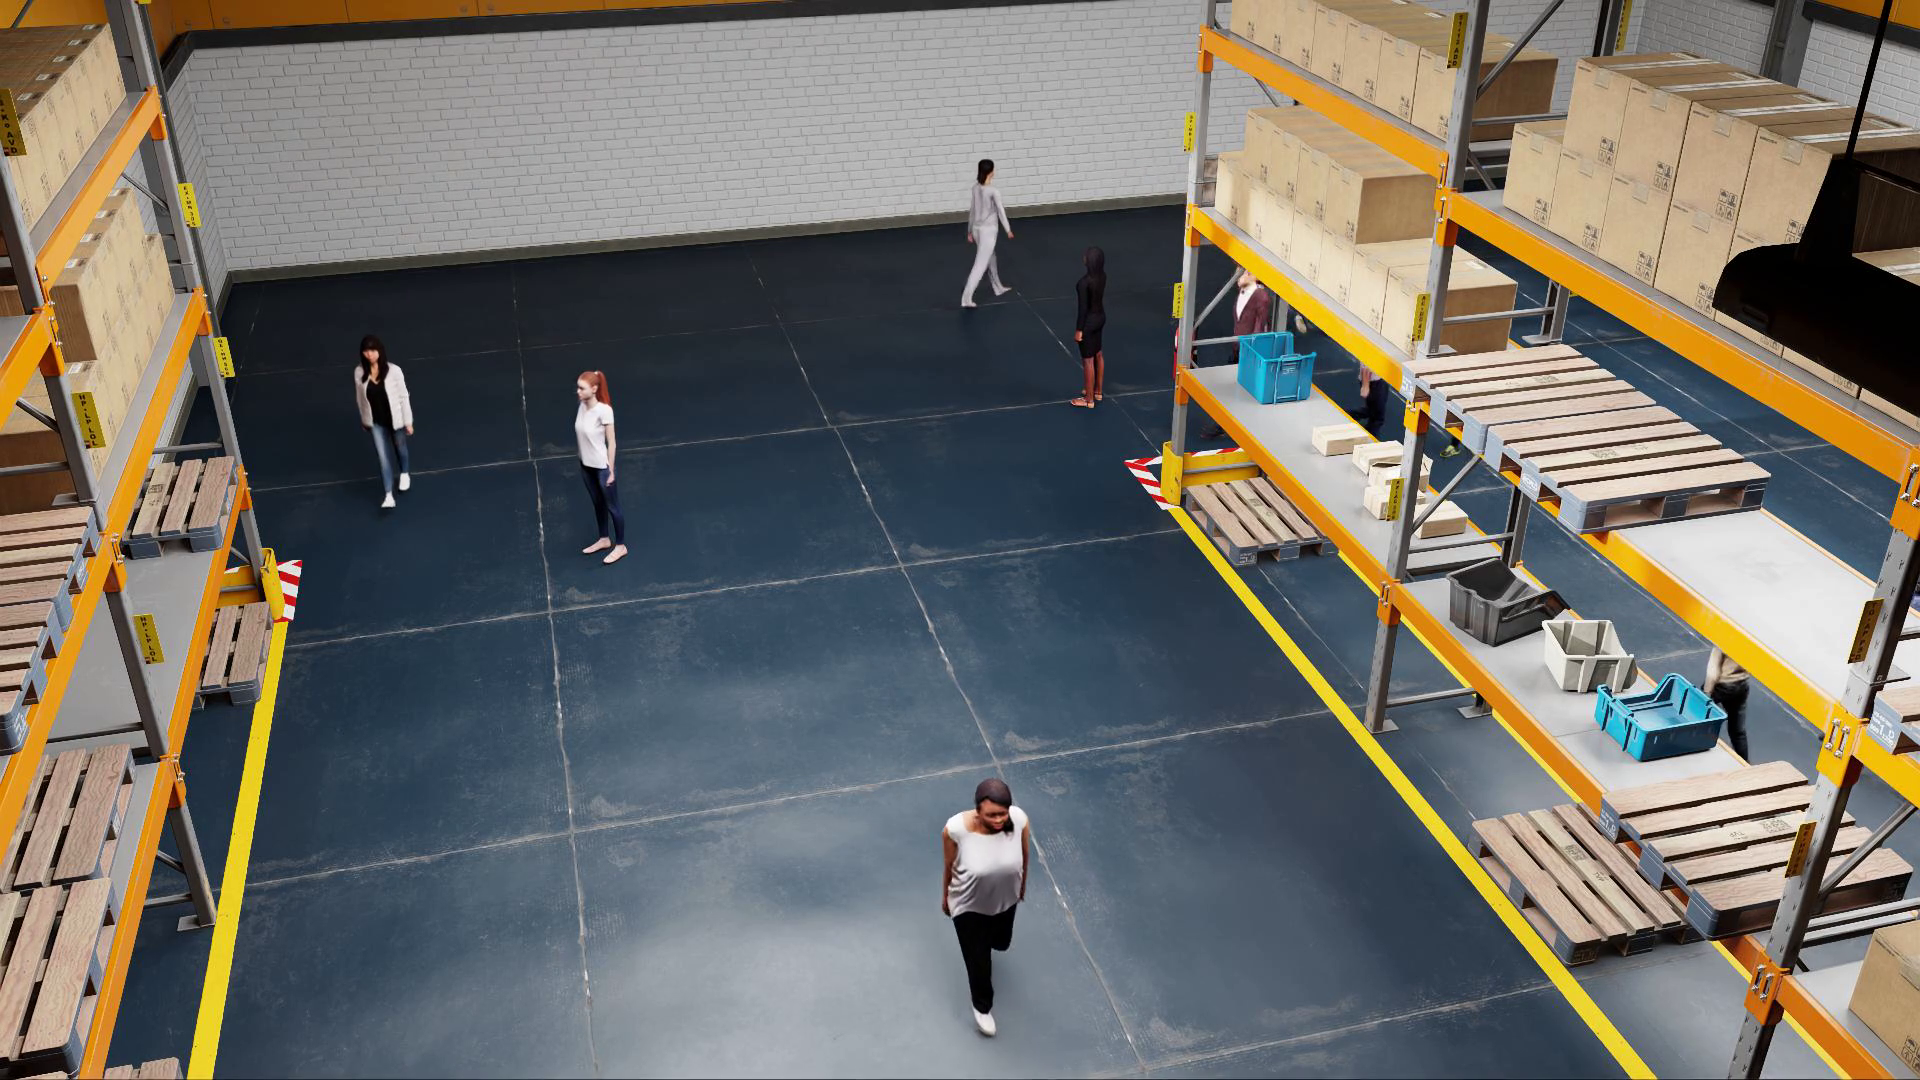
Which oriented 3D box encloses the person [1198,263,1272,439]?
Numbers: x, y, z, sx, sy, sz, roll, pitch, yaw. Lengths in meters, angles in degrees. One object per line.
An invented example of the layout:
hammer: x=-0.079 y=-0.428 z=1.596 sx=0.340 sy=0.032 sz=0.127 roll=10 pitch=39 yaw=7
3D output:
person: x=2.937 y=-1.877 z=16.451 sx=0.980 sy=1.819 sz=1.231 roll=-17 pitch=33 yaw=-28

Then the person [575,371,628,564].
person: x=-3.087 y=-0.646 z=14.278 sx=0.624 sy=1.740 sz=0.711 roll=23 pitch=36 yaw=36

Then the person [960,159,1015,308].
person: x=0.236 y=-3.575 z=19.661 sx=0.967 sy=1.725 sz=1.109 roll=-22 pitch=36 yaw=-35

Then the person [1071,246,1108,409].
person: x=1.346 y=-2.211 z=17.167 sx=0.725 sy=1.720 sz=0.676 roll=17 pitch=33 yaw=28

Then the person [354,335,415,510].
person: x=-5.262 y=-1.136 z=15.325 sx=0.726 sy=1.596 sz=1.057 roll=-4 pitch=29 yaw=-8

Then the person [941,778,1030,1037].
person: x=0.136 y=1.991 z=9.519 sx=0.648 sy=1.666 sz=0.908 roll=-7 pitch=29 yaw=-12

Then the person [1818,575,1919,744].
person: x=6.507 y=0.877 z=11.503 sx=0.799 sy=1.723 sz=1.050 roll=-15 pitch=32 yaw=-26
